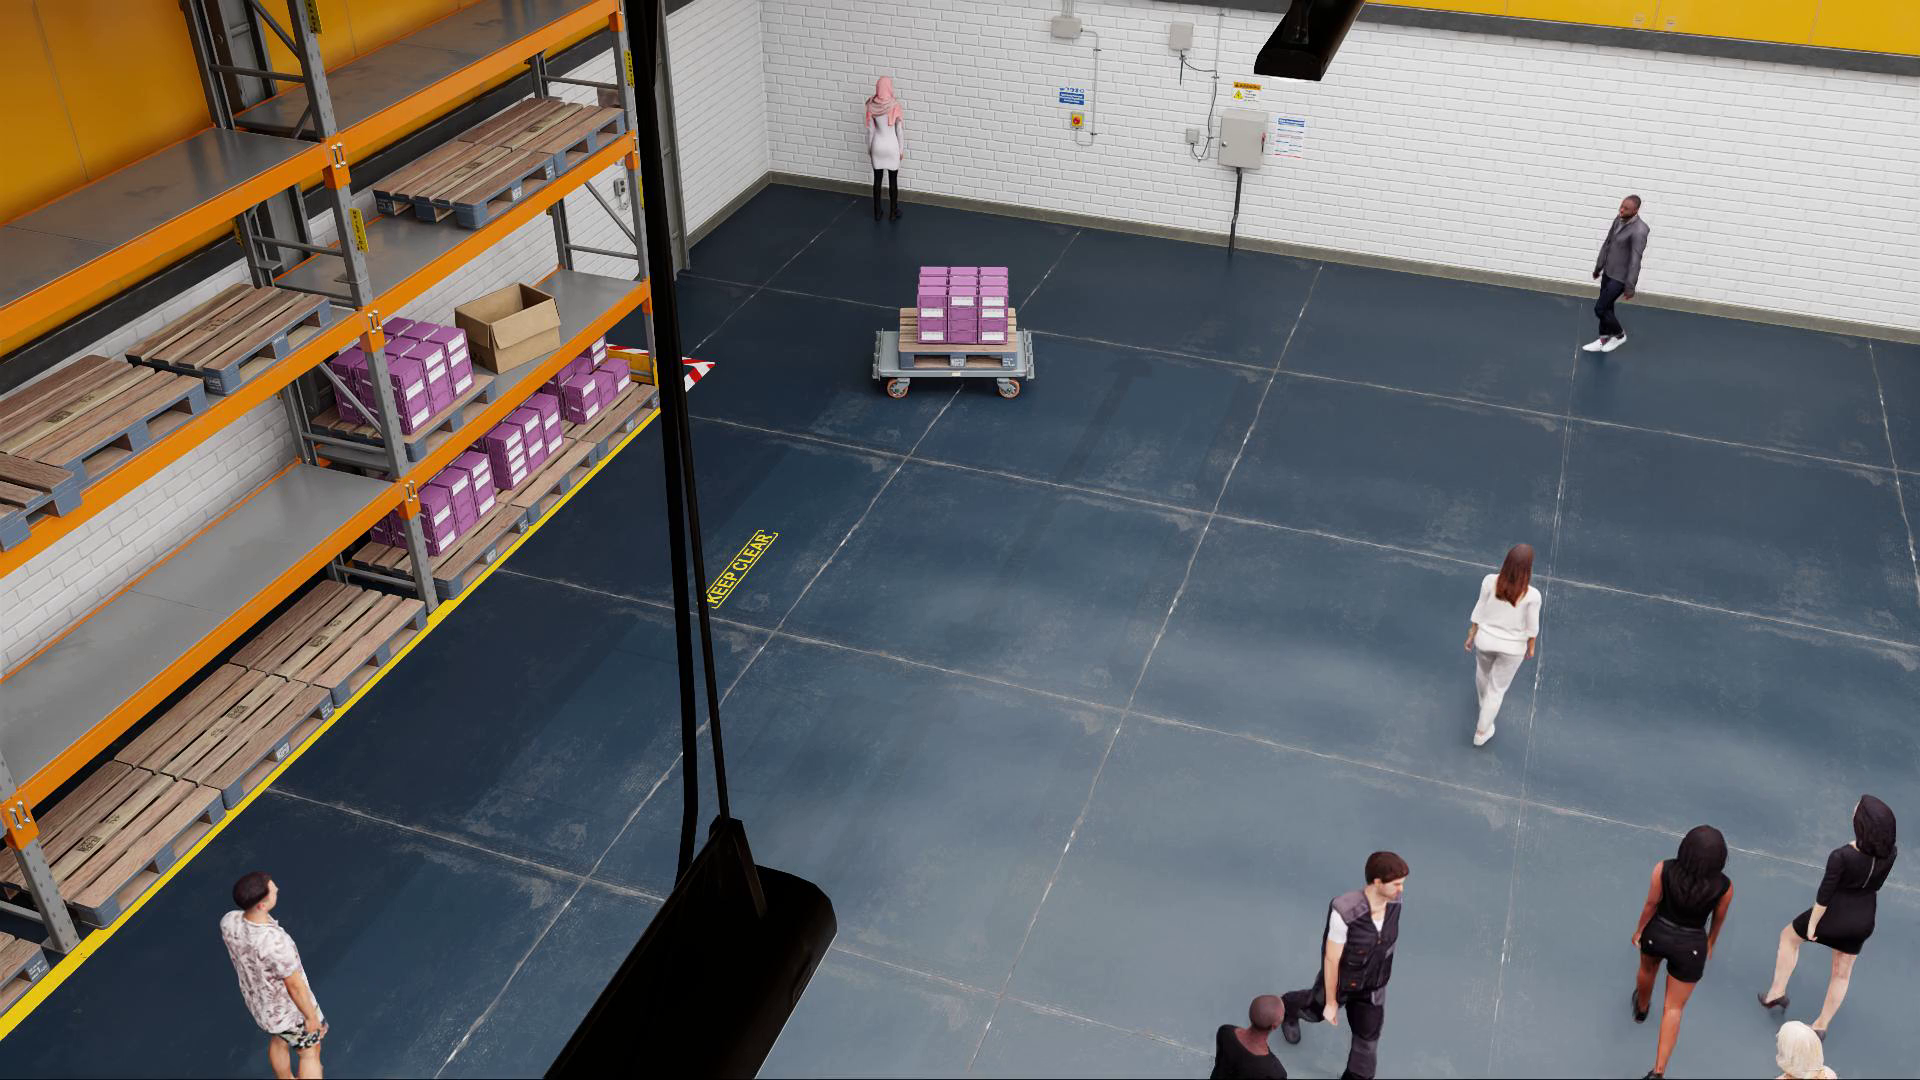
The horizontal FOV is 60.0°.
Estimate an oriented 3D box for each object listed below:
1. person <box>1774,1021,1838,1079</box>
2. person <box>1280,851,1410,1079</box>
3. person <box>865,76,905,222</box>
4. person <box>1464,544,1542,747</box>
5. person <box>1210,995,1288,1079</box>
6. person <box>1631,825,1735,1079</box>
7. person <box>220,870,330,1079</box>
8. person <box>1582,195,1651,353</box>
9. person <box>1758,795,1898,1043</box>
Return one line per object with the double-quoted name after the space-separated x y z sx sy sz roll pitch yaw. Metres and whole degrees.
4.255 3.188 8.536 0.882 1.695 0.981 -7 34 -10 "person"
2.183 2.441 9.558 1.162 1.809 1.294 -9 35 -13 "person"
-0.918 -4.820 20.487 0.669 1.803 0.651 4 34 6 "person"
3.937 0.791 12.167 0.772 1.668 0.987 20 39 28 "person"
1.424 3.053 8.703 0.787 1.735 0.740 -25 41 -32 "person"
4.136 2.428 9.668 0.644 1.708 1.172 15 36 21 "person"
-3.843 2.572 9.357 0.709 1.811 0.629 18 38 25 "person"
6.974 -2.768 17.402 0.898 1.800 0.766 0 34 1 "person"
5.206 2.321 9.759 0.738 1.786 0.785 -1 34 -1 "person"
